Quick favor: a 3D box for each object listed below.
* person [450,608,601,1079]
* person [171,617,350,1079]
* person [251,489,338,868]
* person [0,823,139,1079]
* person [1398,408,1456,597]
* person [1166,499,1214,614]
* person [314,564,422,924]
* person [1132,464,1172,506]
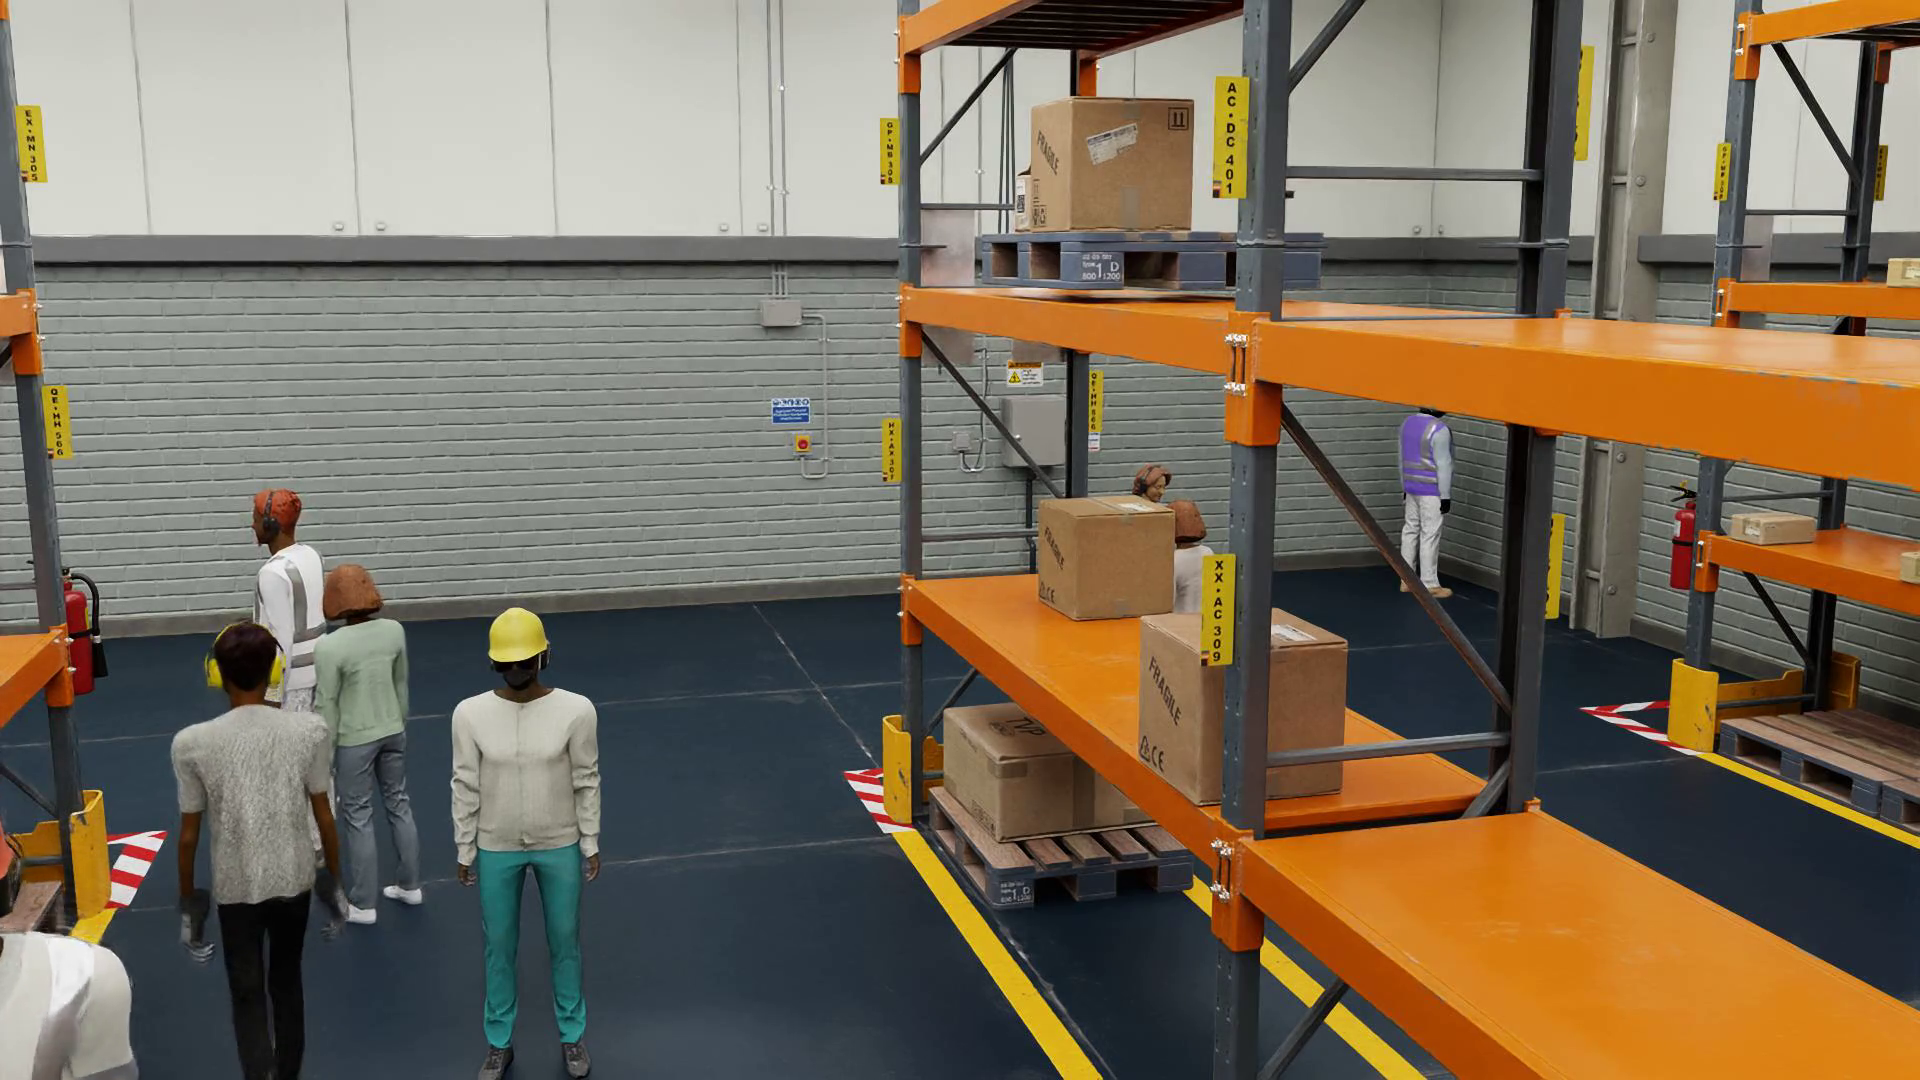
[{"bbox_3d":[-1.566,1.109,6.036,0.531,1.768,0.311,-2,10,-11],"label":"person"},{"bbox_3d":[-2.286,1.180,5.492,0.529,1.829,0.815,-6,12,-32],"label":"person"},{"bbox_3d":[-3.274,0.680,8.140,0.344,1.882,0.584,0,10,-3],"label":"person"},{"bbox_3d":[-2.026,1.441,3.480,0.620,2.012,0.983,-3,10,-18],"label":"person"},{"bbox_3d":[4.096,-0.423,14.549,0.429,1.842,0.635,-4,11,-20],"label":"person"},{"bbox_3d":[1.249,0.583,9.411,0.279,1.633,0.506,9,13,41],"label":"person"},{"bbox_3d":[-2.698,0.913,7.561,0.293,1.623,0.501,6,11,29],"label":"person"},{"bbox_3d":[1.217,0.316,10.914,0.311,1.639,0.514,5,11,28],"label":"person"}]
